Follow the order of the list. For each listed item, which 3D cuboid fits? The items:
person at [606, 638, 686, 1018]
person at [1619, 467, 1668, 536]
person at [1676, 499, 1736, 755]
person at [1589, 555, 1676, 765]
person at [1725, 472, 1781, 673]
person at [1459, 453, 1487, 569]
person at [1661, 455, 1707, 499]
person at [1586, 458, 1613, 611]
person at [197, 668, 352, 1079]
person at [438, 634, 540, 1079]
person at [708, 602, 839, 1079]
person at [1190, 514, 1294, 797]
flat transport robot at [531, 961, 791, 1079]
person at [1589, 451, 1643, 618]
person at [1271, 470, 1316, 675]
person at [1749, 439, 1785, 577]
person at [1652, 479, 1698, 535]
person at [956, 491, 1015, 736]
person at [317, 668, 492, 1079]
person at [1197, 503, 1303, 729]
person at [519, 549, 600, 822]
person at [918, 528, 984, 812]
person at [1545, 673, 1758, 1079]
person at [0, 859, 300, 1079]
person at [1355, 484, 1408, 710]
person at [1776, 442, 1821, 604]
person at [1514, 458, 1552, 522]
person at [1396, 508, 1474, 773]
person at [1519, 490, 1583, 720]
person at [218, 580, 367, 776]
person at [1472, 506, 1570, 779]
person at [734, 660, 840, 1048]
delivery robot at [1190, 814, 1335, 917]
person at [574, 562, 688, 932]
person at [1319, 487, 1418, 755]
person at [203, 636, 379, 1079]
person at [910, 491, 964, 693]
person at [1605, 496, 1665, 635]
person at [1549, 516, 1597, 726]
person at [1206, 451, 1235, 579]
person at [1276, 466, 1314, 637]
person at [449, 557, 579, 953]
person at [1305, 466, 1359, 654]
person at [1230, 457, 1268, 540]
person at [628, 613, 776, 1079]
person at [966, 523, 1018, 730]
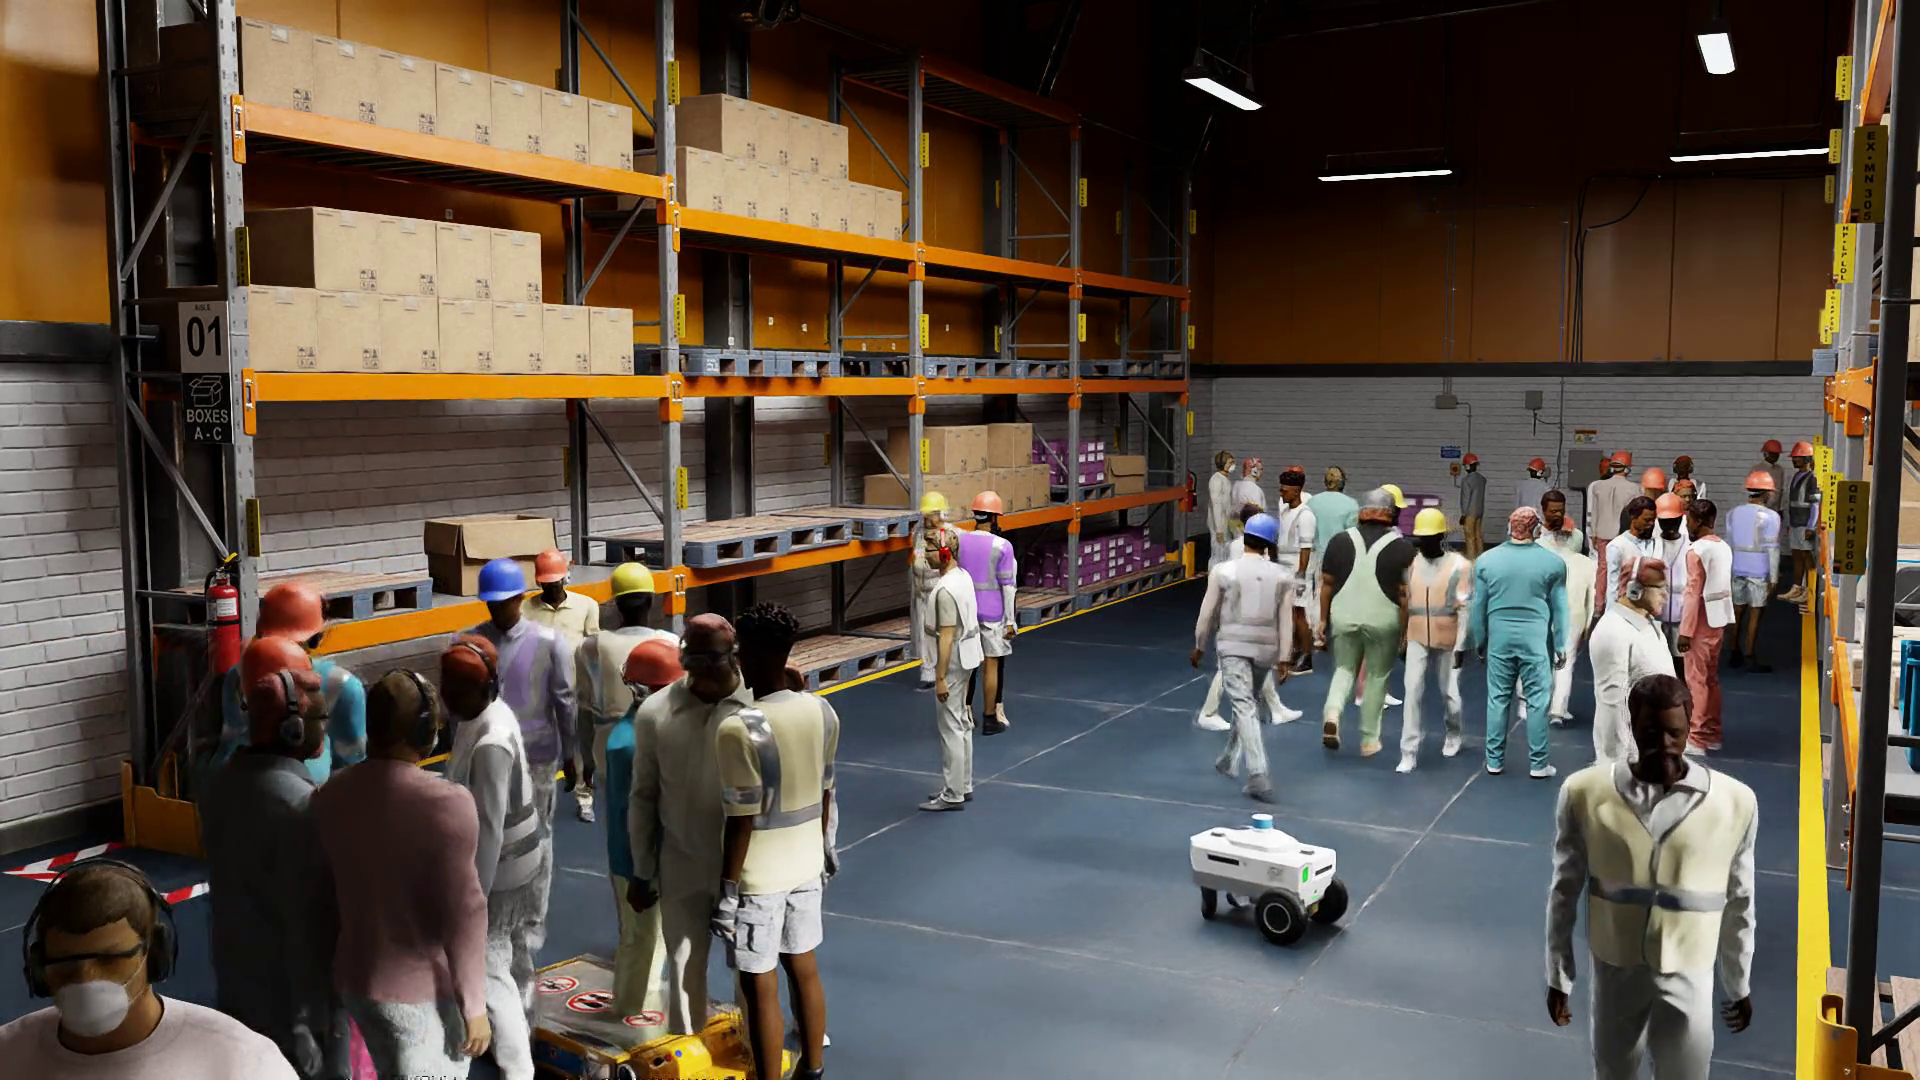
[{"bbox_3d":[-1.233,1.259,6.721,0.352,1.742,0.572,1,5,6],"label":"person"},{"bbox_3d":[6.612,0.289,15.888,0.619,1.980,0.442,2,6,23],"label":"person"},{"bbox_3d":[5.578,0.647,12.446,0.387,1.908,0.599,5,7,44],"label":"person"},{"bbox_3d":[3.386,1.027,8.344,0.409,1.908,0.639,4,6,35],"label":"person"},{"bbox_3d":[7.636,0.309,16.013,0.508,1.918,0.622,-3,6,-27],"label":"person"},{"bbox_3d":[7.554,-0.408,24.610,0.564,1.748,0.339,-5,7,-43],"label":"person"},{"bbox_3d":[8.973,-0.112,20.711,0.584,1.883,0.347,3,6,30],"label":"person"},{"bbox_3d":[7.824,-0.064,20.248,0.363,1.879,0.586,-1,5,-10],"label":"person"},{"bbox_3d":[-2.083,1.335,5.190,0.666,1.904,0.538,4,7,39],"label":"person"},{"bbox_3d":[-1.765,1.252,6.278,0.351,1.858,0.738,-1,5,-15],"label":"person"},{"bbox_3d":[-0.694,1.204,6.109,0.361,1.964,0.616,3,6,32],"label":"person"},{"bbox_3d":[1.969,0.764,11.329,0.617,1.885,1.040,-1,5,-15],"label":"person"},{"bbox_3d":[-1.419,1.982,6.758,1.431,0.197,0.652,4,7,40],"label":"flat transport robot"},{"bbox_3d":[7.731,-0.053,19.565,0.620,1.986,0.409,5,7,43],"label":"person"},{"bbox_3d":[3.200,0.303,15.902,0.388,1.956,0.605,-1,5,-8],"label":"person"},{"bbox_3d":[11.557,-0.448,23.797,0.621,1.986,0.415,-2,6,-22],"label":"person"},{"bbox_3d":[6.692,0.375,15.478,0.583,1.882,0.337,0,5,-4],"label":"person"},{"bbox_3d":[0.183,0.576,13.108,0.549,1.925,0.384,2,6,24],"label":"person"},{"bbox_3d":[-1.716,1.343,4.876,0.653,1.918,0.760,3,6,30],"label":"person"},{"bbox_3d":[2.320,0.612,13.339,0.951,1.809,0.536,-1,5,-12],"label":"person"},{"bbox_3d":[-2.534,0.916,10.453,0.569,1.738,0.351,-1,5,-13],"label":"person"},{"bbox_3d":[-0.051,0.837,10.777,0.394,1.836,0.560,1,5,9],"label":"person"},{"bbox_3d":[2.183,1.329,5.286,0.609,1.881,0.971,2,6,20],"label":"person"},{"bbox_3d":[-1.478,1.512,2.937,0.636,1.939,0.358,0,5,0],"label":"person"},{"bbox_3d":[3.599,0.484,14.154,0.582,1.919,0.401,-5,7,-44],"label":"person"},{"bbox_3d":[10.601,-0.215,20.978,0.375,2.043,0.610,0,5,1],"label":"person"},{"bbox_3d":[7.928,-0.255,22.943,0.339,1.749,0.573,-4,7,-39],"label":"person"},{"bbox_3d":[3.440,0.700,12.068,0.584,1.885,0.973,3,6,31],"label":"person"},{"bbox_3d":[4.821,0.535,13.670,0.594,1.908,0.399,-1,5,-12],"label":"person"},{"bbox_3d":[-2.668,1.125,6.830,0.618,1.998,0.987,1,6,16],"label":"person"},{"bbox_3d":[3.943,0.716,11.684,0.651,1.906,0.404,3,6,29],"label":"person"},{"bbox_3d":[-0.745,1.297,6.856,0.522,1.640,0.306,-3,6,-26],"label":"person"},{"bbox_3d":[1.527,1.639,8.442,0.707,0.478,0.477,4,7,40],"label":"delivery robot"},{"bbox_3d":[-1.565,1.057,8.085,0.583,1.897,0.556,0,5,-4],"label":"person"},{"bbox_3d":[3.022,0.594,12.290,0.727,2.000,0.649,3,6,29],"label":"person"},{"bbox_3d":[-2.371,1.263,5.705,0.979,1.936,0.650,1,5,12],"label":"person"},{"bbox_3d":[-0.185,0.456,14.951,0.607,1.818,0.611,4,6,34],"label":"person"},{"bbox_3d":[5.213,0.608,12.869,0.602,1.906,0.411,-3,6,-33],"label":"person"},{"bbox_3d":[4.895,0.657,13.598,0.565,1.687,0.933,2,6,18],"label":"person"},{"bbox_3d":[3.261,-0.140,20.727,0.372,1.940,0.627,1,6,15],"label":"person"},{"bbox_3d":[3.640,0.138,18.039,0.575,1.881,0.356,-4,7,-40],"label":"person"},{"bbox_3d":[-2.171,1.036,8.093,0.627,1.931,0.432,0,5,-2],"label":"person"},{"bbox_3d":[3.796,0.213,16.928,0.627,1.940,0.371,5,7,42],"label":"person"},{"bbox_3d":[3.449,-0.028,19.705,0.404,1.904,0.652,-1,6,-15],"label":"person"},{"bbox_3d":[-0.936,1.219,6.344,0.659,1.898,0.397,0,5,0],"label":"person"},{"bbox_3d":[0.216,0.669,13.303,0.539,1.695,0.318,-2,6,-18],"label":"person"}]
